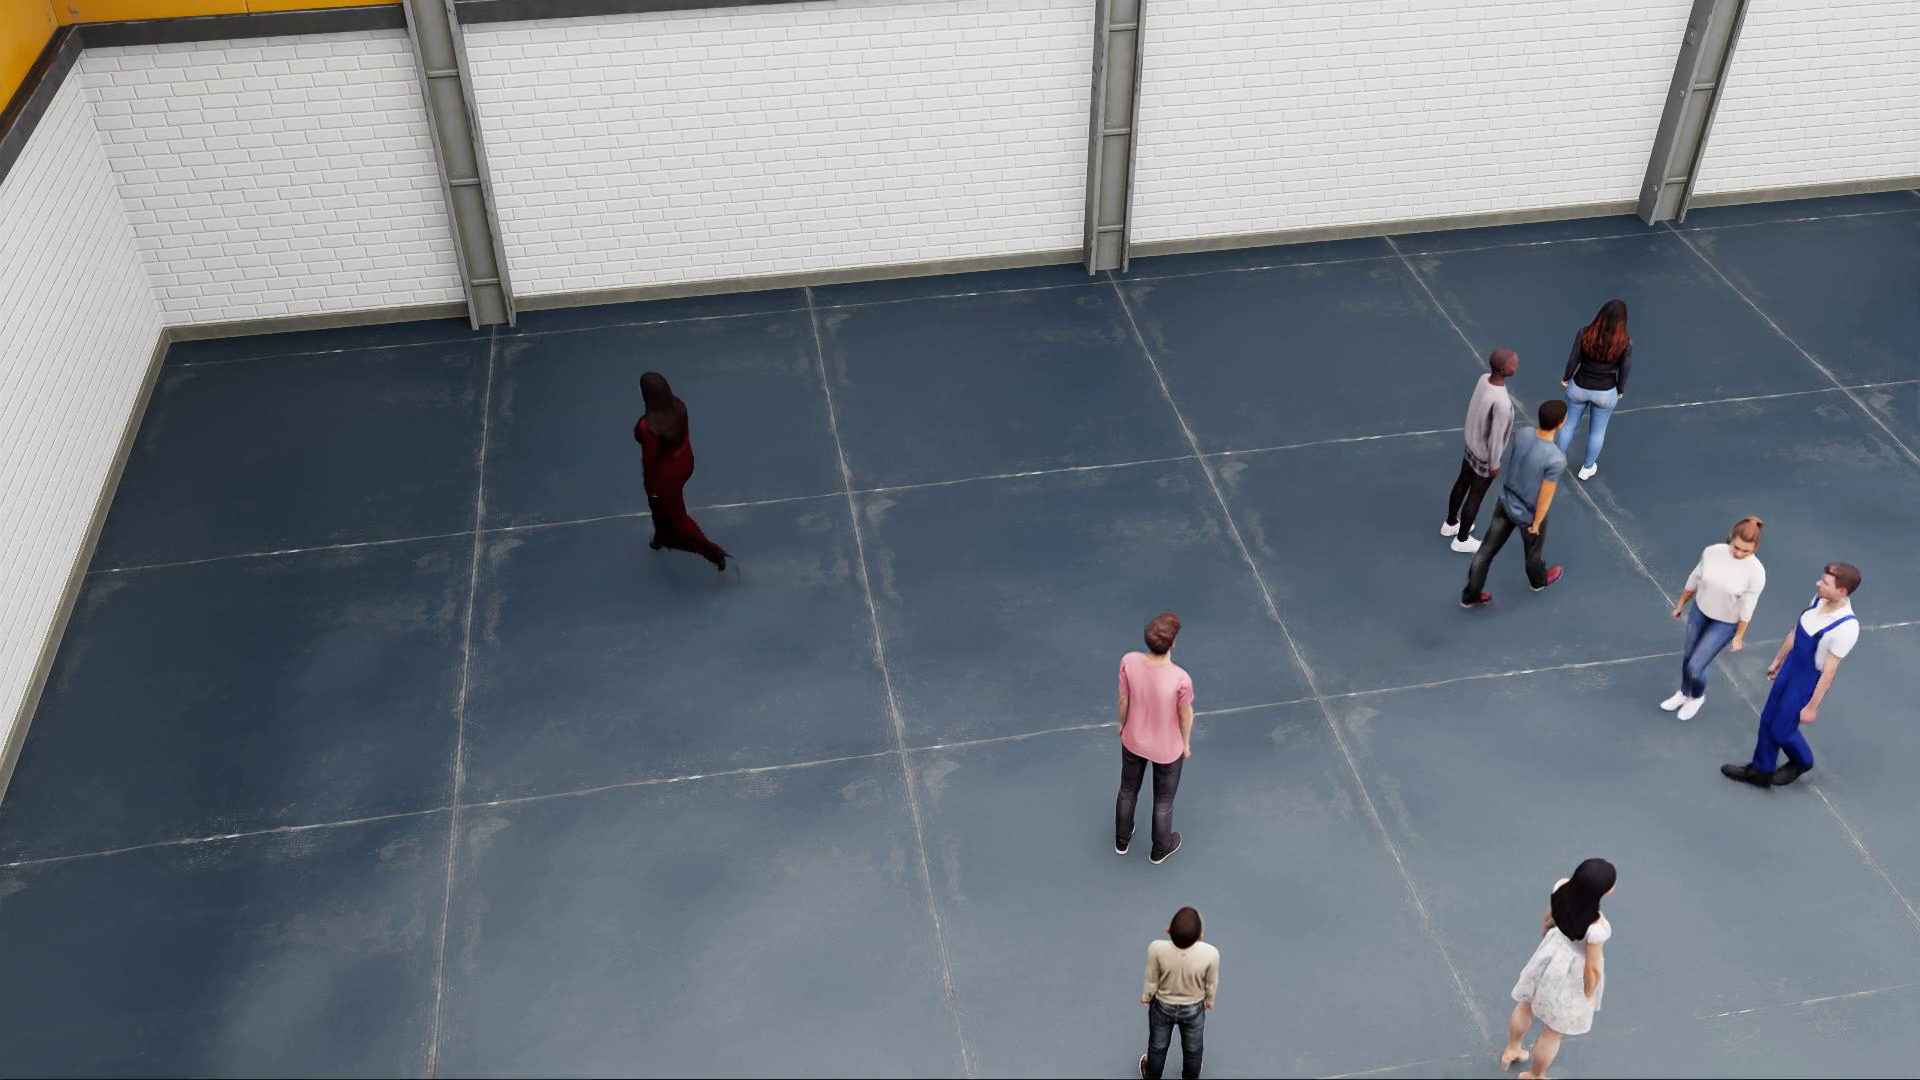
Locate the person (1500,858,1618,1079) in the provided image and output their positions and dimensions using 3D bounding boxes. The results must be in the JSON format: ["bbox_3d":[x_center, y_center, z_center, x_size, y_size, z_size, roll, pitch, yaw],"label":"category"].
[{"bbox_3d":[3.230,2.328,8.916,0.670,1.774,0.677,-11,40,-14],"label":"person"}]

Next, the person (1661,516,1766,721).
[{"bbox_3d":[5.159,0.511,11.236,0.713,1.718,0.733,-20,43,-23],"label":"person"}]

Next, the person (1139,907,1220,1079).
[{"bbox_3d":[1.172,2.491,8.959,0.525,1.465,0.656,3,39,4],"label":"person"}]

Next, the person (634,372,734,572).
[{"bbox_3d":[-2.097,-0.469,12.455,1.160,1.727,0.989,13,40,16],"label":"person"}]

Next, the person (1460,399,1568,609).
[{"bbox_3d":[4.018,-0.212,12.099,1.194,1.771,0.913,-20,43,-24],"label":"person"}]

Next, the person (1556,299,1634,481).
[{"bbox_3d":[5.133,-1.225,13.477,0.688,1.635,0.784,16,41,19],"label":"person"}]

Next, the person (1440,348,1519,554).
[{"bbox_3d":[3.983,-0.702,12.712,0.529,1.772,0.619,-5,39,-6],"label":"person"}]

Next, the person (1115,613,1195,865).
[{"bbox_3d":[1.169,1.225,10.149,0.674,1.959,0.769,16,41,19],"label":"person"}]

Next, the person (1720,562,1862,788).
[{"bbox_3d":[5.487,0.898,10.660,0.856,1.833,0.747,1,39,2],"label":"person"}]
